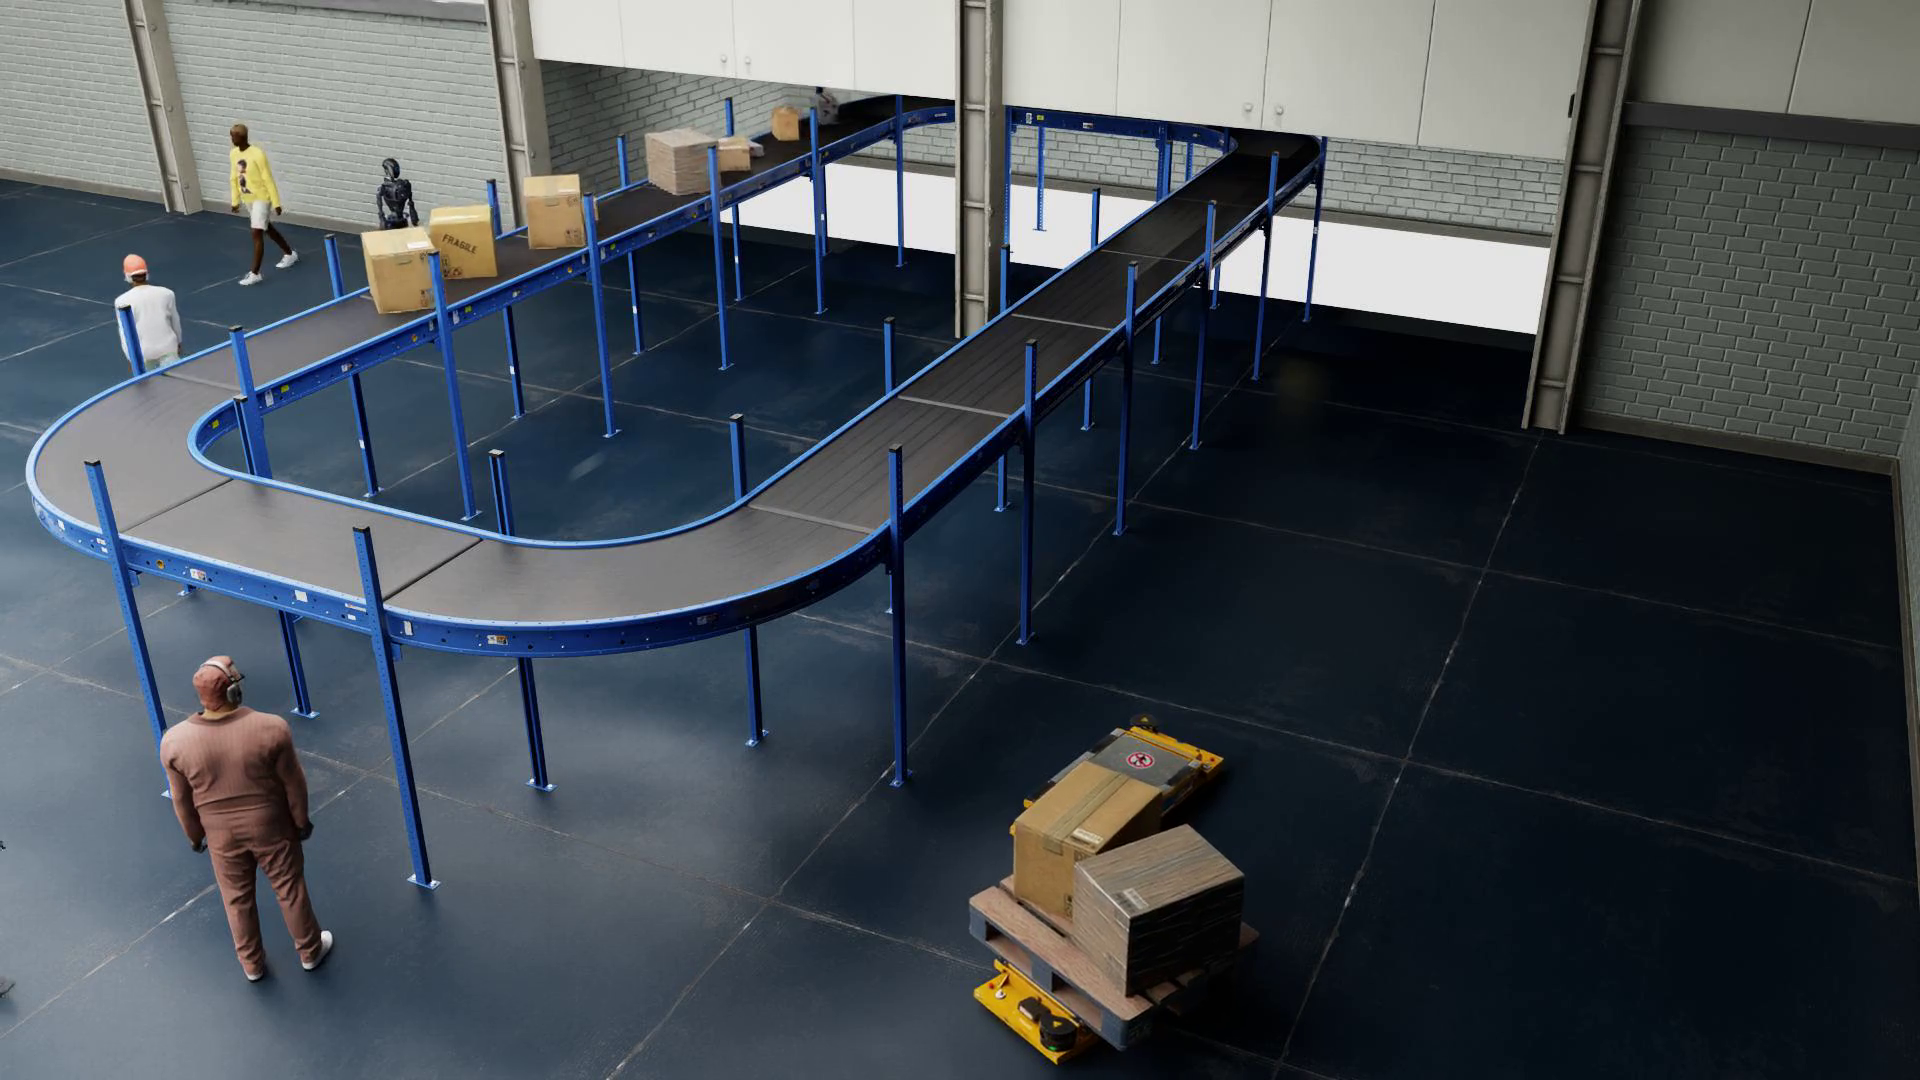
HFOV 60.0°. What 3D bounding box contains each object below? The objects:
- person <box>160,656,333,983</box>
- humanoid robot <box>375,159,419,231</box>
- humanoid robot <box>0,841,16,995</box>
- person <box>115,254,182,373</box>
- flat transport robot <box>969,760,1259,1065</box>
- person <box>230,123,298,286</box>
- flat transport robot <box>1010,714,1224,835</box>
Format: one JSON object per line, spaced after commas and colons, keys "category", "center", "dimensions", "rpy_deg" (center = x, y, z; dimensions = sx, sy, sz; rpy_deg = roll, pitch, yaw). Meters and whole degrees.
{"category": "person", "center": [-3.716, 1.465, 8.689], "dimensions": [0.642, 1.905, 0.403], "rpy_deg": [-6, 27, -12]}
{"category": "humanoid robot", "center": [-6.416, -3.527, 19.013], "dimensions": [0.336, 1.665, 0.607], "rpy_deg": [13, 29, 24]}
{"category": "humanoid robot", "center": [-5.277, 1.617, 8.662], "dimensions": [0.722, 1.634, 0.585], "rpy_deg": [8, 28, 16]}
{"category": "person", "center": [-7.525, -1.811, 15.480], "dimensions": [0.842, 1.714, 0.594], "rpy_deg": [23, 34, 38]}
{"category": "flat transport robot", "center": [0.818, 2.252, 8.938], "dimensions": [1.431, 0.231, 0.659], "rpy_deg": [-20, 33, -35]}
{"category": "person", "center": [-8.418, -4.072, 19.907], "dimensions": [0.571, 1.850, 1.016], "rpy_deg": [12, 29, 23]}
{"category": "flat transport robot", "center": [0.998, 1.558, 10.337], "dimensions": [0.659, 0.231, 1.431], "rpy_deg": [19, 32, 34]}
